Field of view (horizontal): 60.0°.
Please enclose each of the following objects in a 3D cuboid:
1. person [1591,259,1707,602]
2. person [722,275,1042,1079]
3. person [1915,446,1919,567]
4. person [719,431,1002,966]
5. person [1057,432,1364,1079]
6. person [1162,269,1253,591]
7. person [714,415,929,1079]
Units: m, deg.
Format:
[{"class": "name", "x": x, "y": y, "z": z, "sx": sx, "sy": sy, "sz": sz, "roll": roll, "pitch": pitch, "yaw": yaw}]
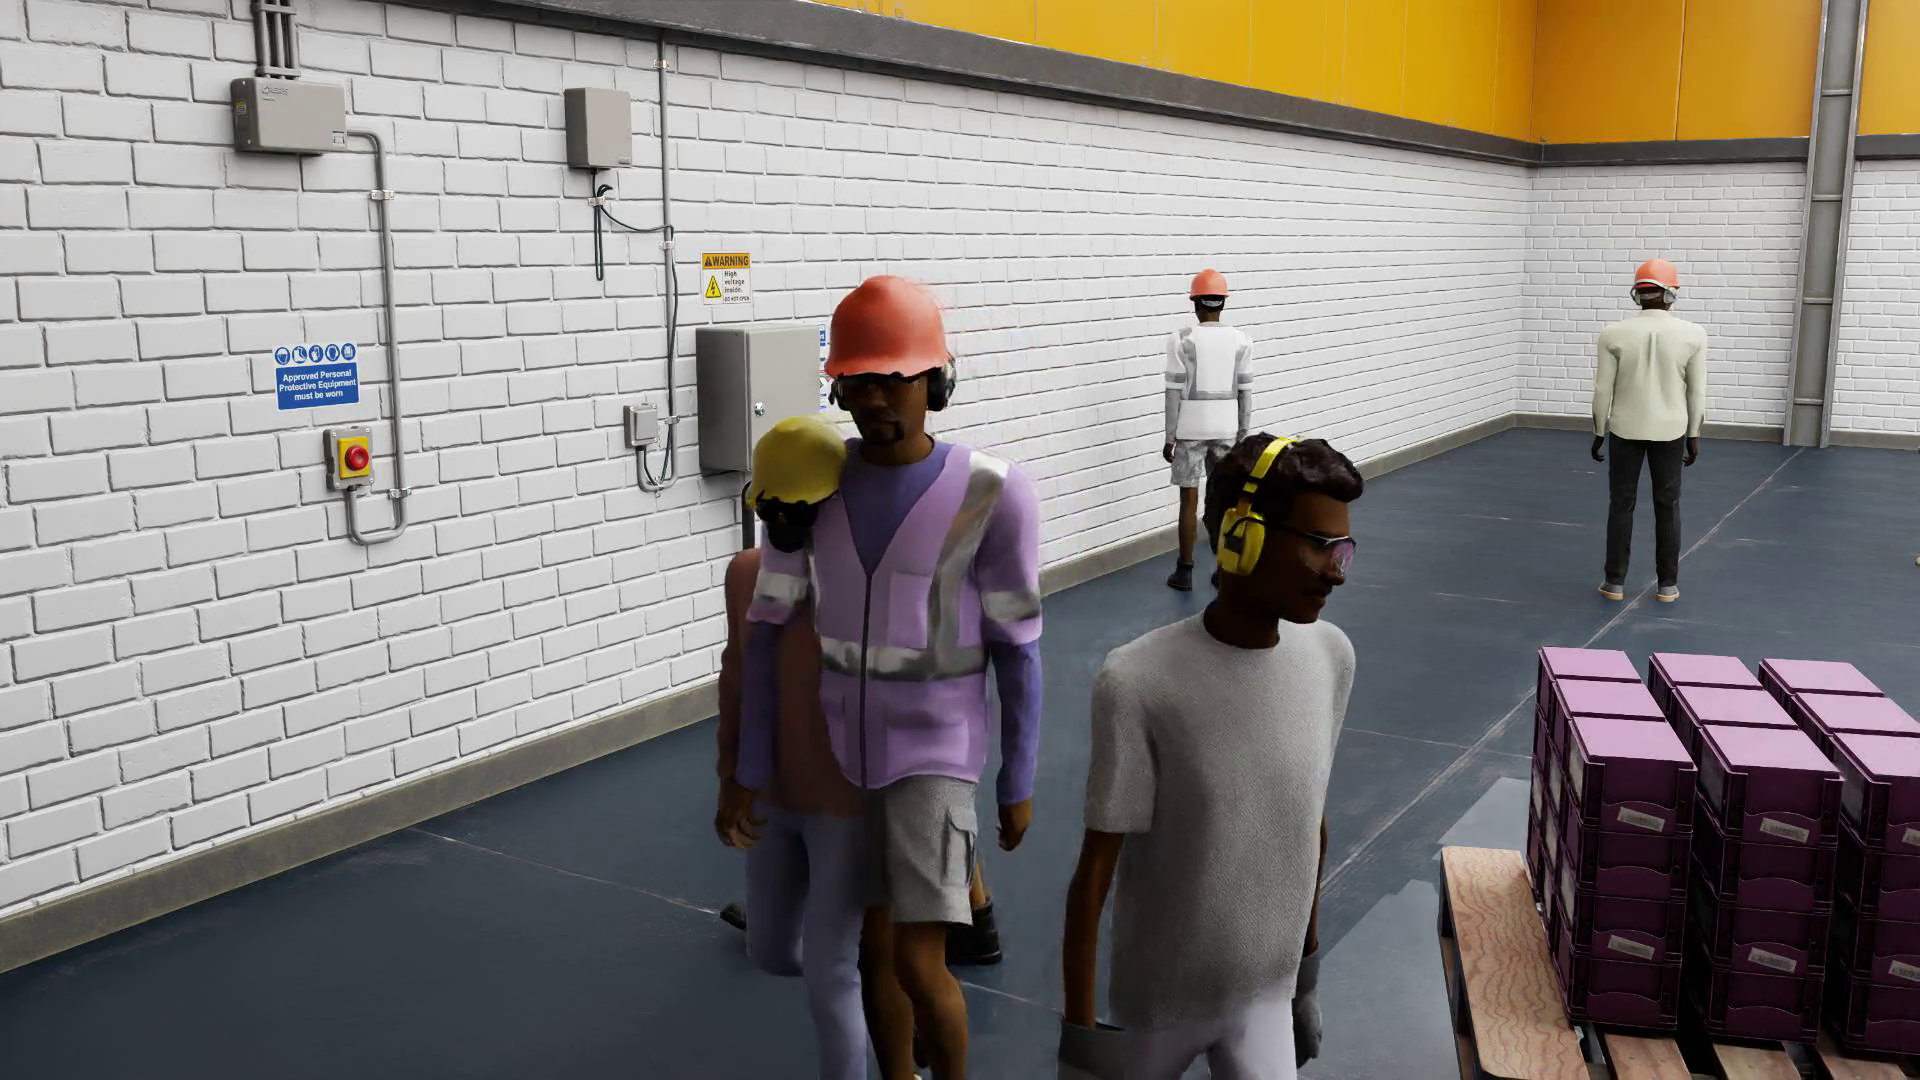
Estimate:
[{"class": "person", "x": 4.001, "y": -0.632, "z": 9.705, "sx": 0.612, "sy": 1.991, "sz": 0.392, "roll": 3, "pitch": 11, "yaw": 18}, {"class": "person", "x": -0.171, "y": 0.470, "z": 3.497, "sx": 0.631, "sy": 2.024, "sz": 0.529, "roll": 4, "pitch": 11, "yaw": 23}, {"class": "person", "x": 6.381, "y": -0.641, "z": 10.574, "sx": 0.540, "sy": 1.695, "sz": 0.317, "roll": 1, "pitch": 10, "yaw": 3}, {"class": "person", "x": -0.269, "y": 0.321, "z": 4.756, "sx": 0.753, "sy": 1.876, "sz": 0.597, "roll": -4, "pitch": 11, "yaw": -20}, {"class": "person", "x": 0.368, "y": 0.733, "z": 2.650, "sx": 0.593, "sy": 1.812, "sz": 0.970, "roll": -4, "pitch": 11, "yaw": -23}, {"class": "person", "x": 1.473, "y": -0.654, "z": 10.009, "sx": 0.542, "sy": 1.929, "sz": 0.380, "roll": -2, "pitch": 10, "yaw": -12}, {"class": "person", "x": -0.256, "y": 0.567, "z": 3.748, "sx": 0.549, "sy": 1.735, "sz": 0.612, "roll": 8, "pitch": 13, "yaw": 36}]
